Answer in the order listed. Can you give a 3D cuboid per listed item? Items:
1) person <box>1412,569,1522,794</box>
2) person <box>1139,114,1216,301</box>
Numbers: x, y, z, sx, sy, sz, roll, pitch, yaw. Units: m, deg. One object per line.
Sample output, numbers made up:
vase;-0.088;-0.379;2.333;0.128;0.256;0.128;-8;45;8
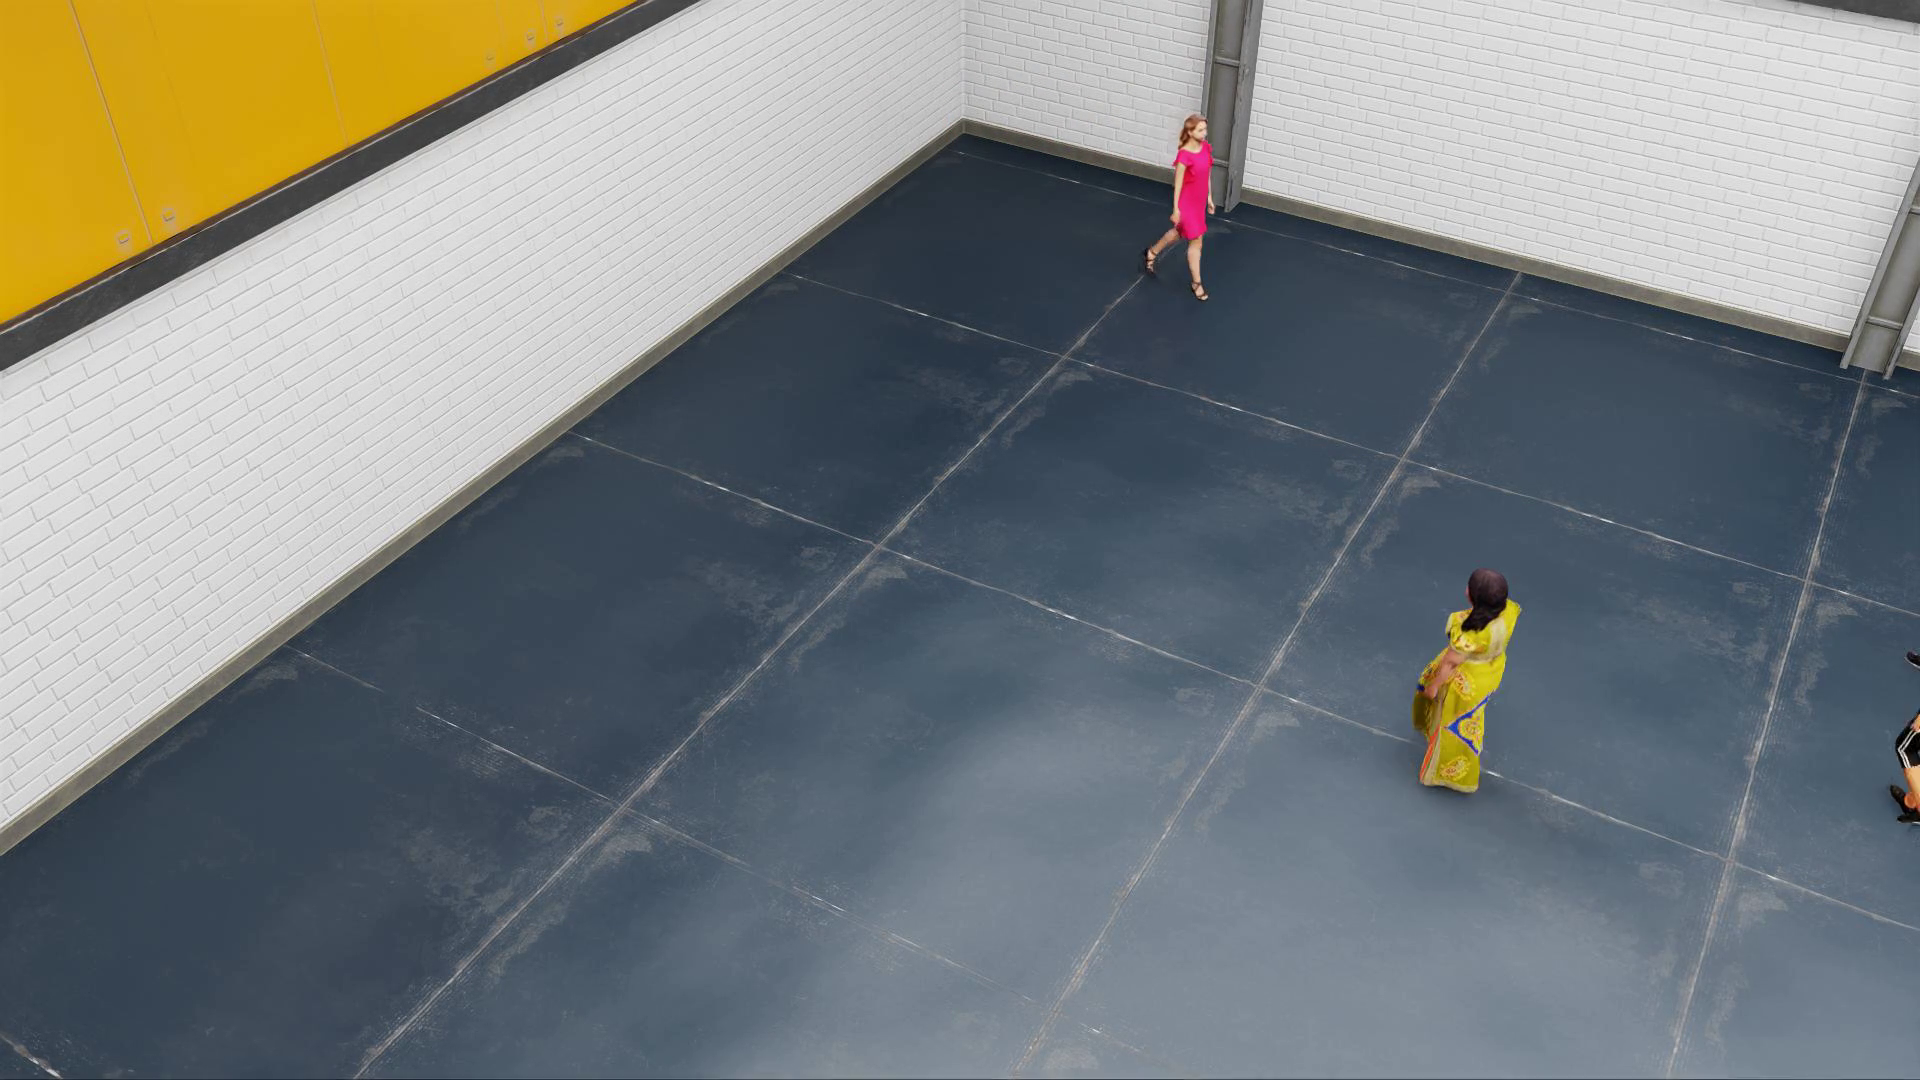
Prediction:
person;3.108;0.874;9.918;0.887;1.645;0.993;-27;46;-29
person;1.961;-2.992;14.718;1.041;1.696;0.683;26;45;29
